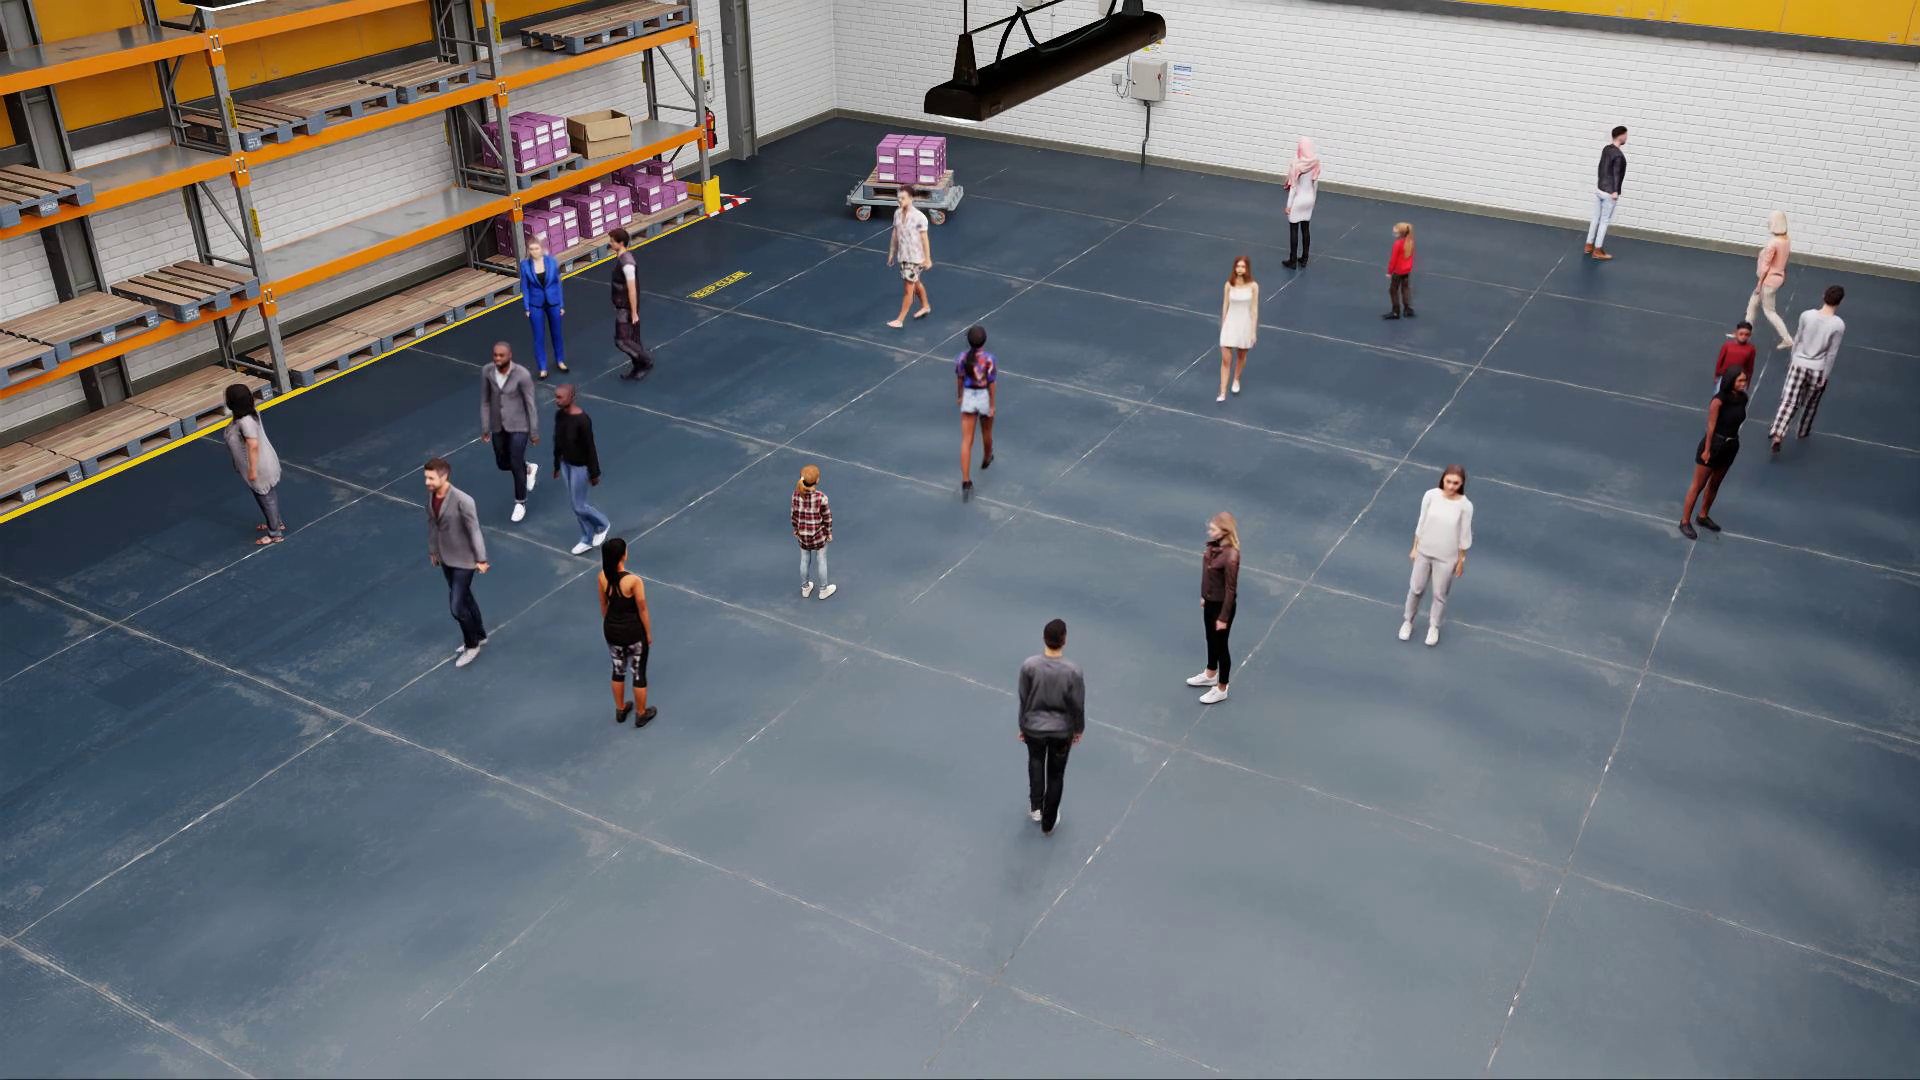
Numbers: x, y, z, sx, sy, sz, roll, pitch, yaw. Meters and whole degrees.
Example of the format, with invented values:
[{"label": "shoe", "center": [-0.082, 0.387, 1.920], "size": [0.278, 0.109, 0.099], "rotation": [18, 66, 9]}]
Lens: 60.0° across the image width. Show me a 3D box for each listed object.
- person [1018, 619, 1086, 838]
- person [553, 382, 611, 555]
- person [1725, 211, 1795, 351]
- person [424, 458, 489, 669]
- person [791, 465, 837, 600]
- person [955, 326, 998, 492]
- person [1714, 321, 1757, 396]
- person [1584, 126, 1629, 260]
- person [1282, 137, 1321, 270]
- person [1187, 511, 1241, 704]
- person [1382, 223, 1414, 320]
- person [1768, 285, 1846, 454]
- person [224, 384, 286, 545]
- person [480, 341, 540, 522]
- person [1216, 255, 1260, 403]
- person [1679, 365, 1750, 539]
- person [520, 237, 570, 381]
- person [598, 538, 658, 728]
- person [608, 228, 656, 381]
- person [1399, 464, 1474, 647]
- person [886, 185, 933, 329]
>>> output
[{"label": "person", "center": [0.620, 1.384, 11.823], "size": [0.708, 1.750, 0.711], "rotation": [6, 29, 11]}, {"label": "person", "center": [-3.552, -0.704, 15.663], "size": [0.647, 1.738, 0.702], "rotation": [21, 35, 33]}, {"label": "person", "center": [9.861, -3.088, 20.085], "size": [1.071, 1.690, 0.887], "rotation": [-24, 36, -36]}, {"label": "person", "center": [-4.174, 0.128, 14.015], "size": [0.747, 1.856, 0.728], "rotation": [19, 34, 31]}, {"label": "person", "center": [-1.333, -0.079, 14.970], "size": [0.576, 1.305, 0.564], "rotation": [8, 30, 15]}, {"label": "person", "center": [0.142, -1.301, 16.804], "size": [0.813, 1.695, 1.227], "rotation": [7, 29, 13]}, {"label": "person", "center": [8.459, -1.811, 18.220], "size": [0.577, 1.235, 0.774], "rotation": [11, 31, 20]}, {"label": "person", "center": [9.015, -4.854, 23.170], "size": [0.790, 1.836, 0.690], "rotation": [-3, 29, -6]}, {"label": "person", "center": [4.671, -4.618, 22.771], "size": [0.712, 1.803, 0.797], "rotation": [-12, 31, -21]}, {"label": "person", "center": [2.099, 0.521, 13.450], "size": [0.727, 1.706, 0.658], "rotation": [-6, 29, -11]}, {"label": "person", "center": [5.644, -3.435, 21.167], "size": [0.554, 1.262, 0.768], "rotation": [-17, 33, -28]}, {"label": "person", "center": [8.922, -1.769, 17.548], "size": [0.716, 1.803, 1.172], "rotation": [20, 35, 32]}, {"label": "person", "center": [-6.719, -0.753, 15.887], "size": [0.827, 1.611, 0.769], "rotation": [-8, 30, -15]}, {"label": "person", "center": [-4.393, -1.129, 16.381], "size": [0.870, 1.797, 1.076], "rotation": [7, 29, 13]}, {"label": "person", "center": [3.188, -2.438, 18.908], "size": [0.758, 1.675, 1.095], "rotation": [7, 29, 12]}, {"label": "person", "center": [7.273, -0.865, 15.956], "size": [0.625, 1.740, 0.733], "rotation": [-14, 31, -23]}, {"label": "person", "center": [-4.855, -2.752, 19.468], "size": [0.808, 1.690, 0.864], "rotation": [-15, 32, -25]}, {"label": "person", "center": [-2.644, 0.715, 13.141], "size": [0.587, 1.662, 0.535], "rotation": [12, 31, 21]}, {"label": "person", "center": [-3.756, -2.732, 19.275], "size": [0.872, 1.839, 0.814], "rotation": [-8, 30, -14]}, {"label": "person", "center": [4.119, 0.088, 14.270], "size": [0.642, 1.683, 0.587], "rotation": [15, 32, 26]}, {"label": "person", "center": [-0.547, -3.581, 20.903], "size": [0.879, 1.771, 1.190], "rotation": [26, 38, 38]}]
